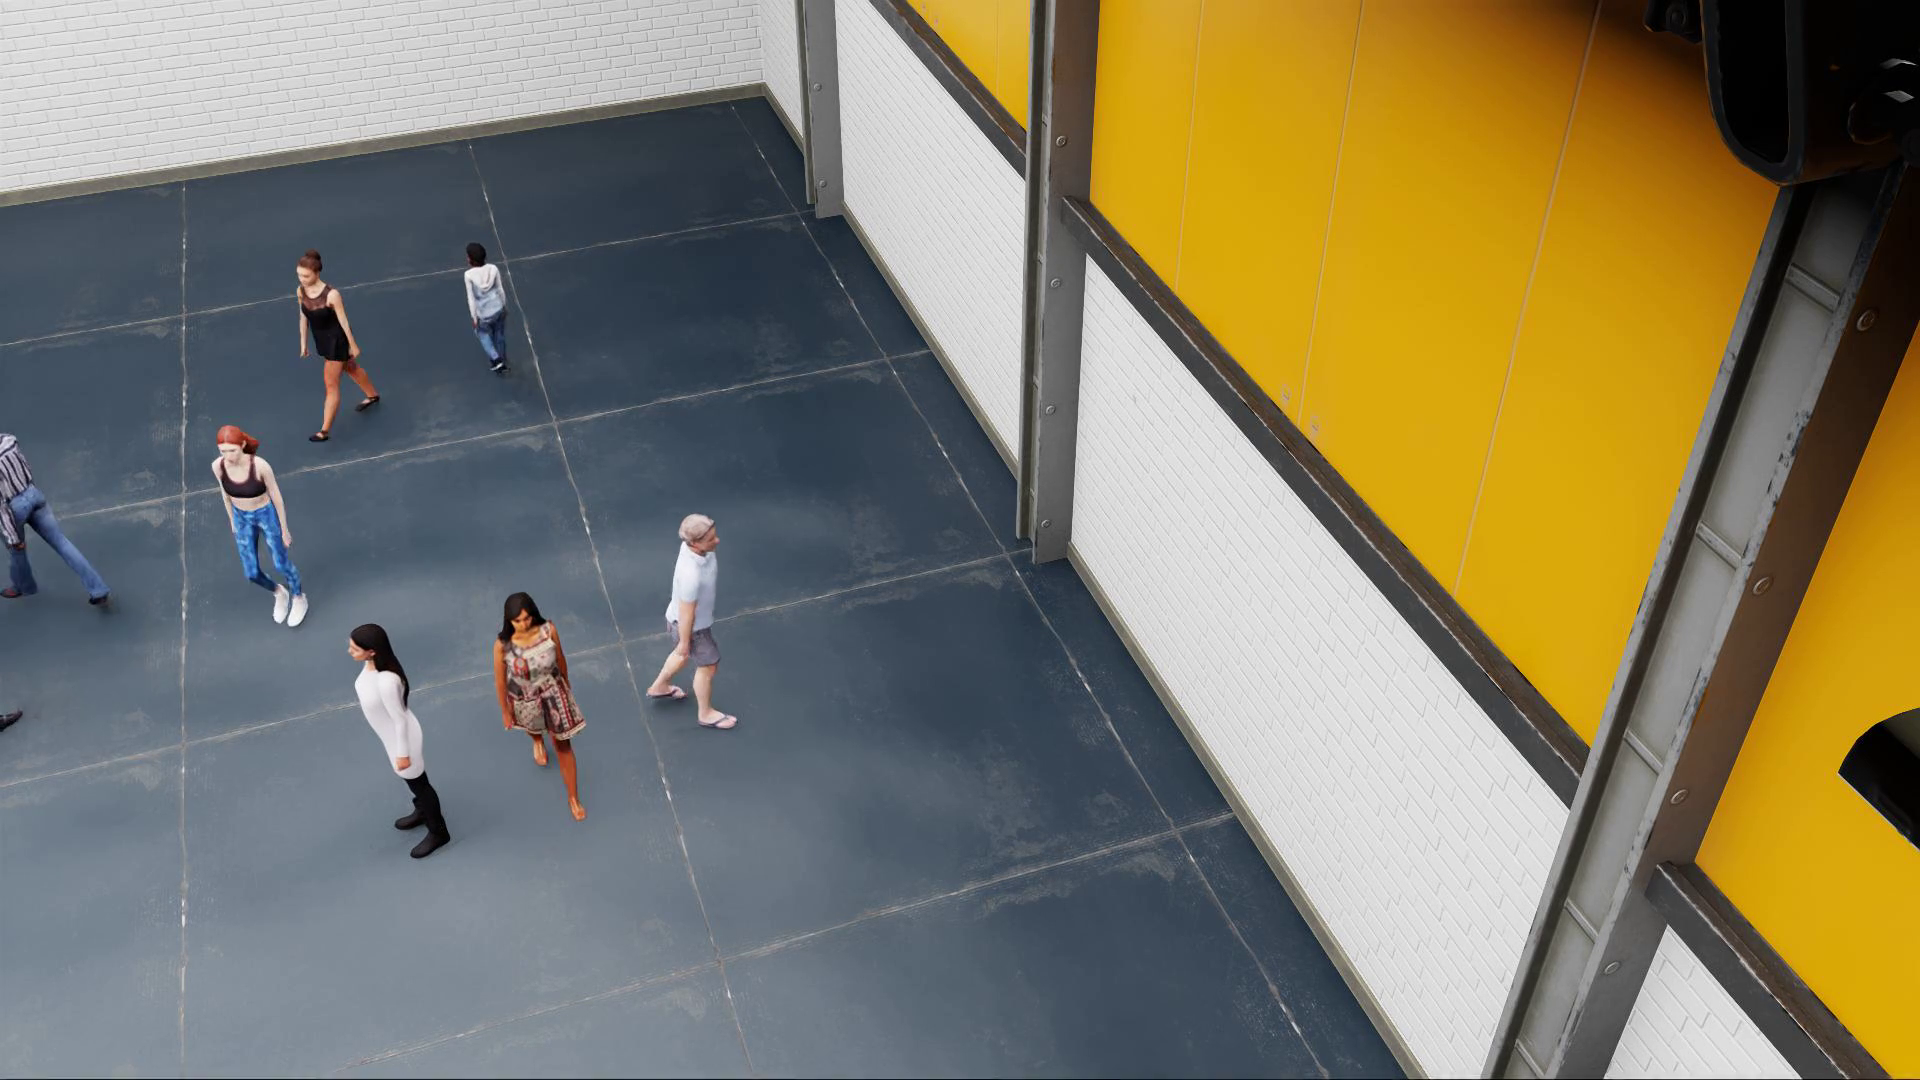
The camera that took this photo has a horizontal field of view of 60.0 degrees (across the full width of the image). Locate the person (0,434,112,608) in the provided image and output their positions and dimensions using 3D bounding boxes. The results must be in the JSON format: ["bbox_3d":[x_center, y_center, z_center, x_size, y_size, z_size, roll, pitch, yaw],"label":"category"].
[{"bbox_3d":[-6.574,-0.157,11.851,1.133,1.732,1.199,7,39,9],"label":"person"}]

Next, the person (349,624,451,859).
[{"bbox_3d":[-3.392,1.192,10.102,0.697,1.807,0.515,-19,43,-23],"label":"person"}]

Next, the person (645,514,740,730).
[{"bbox_3d":[-1.839,0.527,10.953,0.927,1.784,0.961,1,39,1],"label":"person"}]

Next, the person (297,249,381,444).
[{"bbox_3d":[-5.158,-1.685,13.845,1.089,1.631,1.122,19,42,22],"label":"person"}]

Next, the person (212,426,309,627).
[{"bbox_3d":[-4.934,-0.142,11.806,0.727,1.766,0.752,0,39,0],"label":"person"}]

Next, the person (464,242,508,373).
[{"bbox_3d":[-4.110,-1.996,14.539,0.548,1.250,0.593,-23,44,-26],"label":"person"}]

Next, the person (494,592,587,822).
[{"bbox_3d":[-2.717,0.938,10.589,0.718,1.595,1.138,-16,41,-19],"label":"person"}]
